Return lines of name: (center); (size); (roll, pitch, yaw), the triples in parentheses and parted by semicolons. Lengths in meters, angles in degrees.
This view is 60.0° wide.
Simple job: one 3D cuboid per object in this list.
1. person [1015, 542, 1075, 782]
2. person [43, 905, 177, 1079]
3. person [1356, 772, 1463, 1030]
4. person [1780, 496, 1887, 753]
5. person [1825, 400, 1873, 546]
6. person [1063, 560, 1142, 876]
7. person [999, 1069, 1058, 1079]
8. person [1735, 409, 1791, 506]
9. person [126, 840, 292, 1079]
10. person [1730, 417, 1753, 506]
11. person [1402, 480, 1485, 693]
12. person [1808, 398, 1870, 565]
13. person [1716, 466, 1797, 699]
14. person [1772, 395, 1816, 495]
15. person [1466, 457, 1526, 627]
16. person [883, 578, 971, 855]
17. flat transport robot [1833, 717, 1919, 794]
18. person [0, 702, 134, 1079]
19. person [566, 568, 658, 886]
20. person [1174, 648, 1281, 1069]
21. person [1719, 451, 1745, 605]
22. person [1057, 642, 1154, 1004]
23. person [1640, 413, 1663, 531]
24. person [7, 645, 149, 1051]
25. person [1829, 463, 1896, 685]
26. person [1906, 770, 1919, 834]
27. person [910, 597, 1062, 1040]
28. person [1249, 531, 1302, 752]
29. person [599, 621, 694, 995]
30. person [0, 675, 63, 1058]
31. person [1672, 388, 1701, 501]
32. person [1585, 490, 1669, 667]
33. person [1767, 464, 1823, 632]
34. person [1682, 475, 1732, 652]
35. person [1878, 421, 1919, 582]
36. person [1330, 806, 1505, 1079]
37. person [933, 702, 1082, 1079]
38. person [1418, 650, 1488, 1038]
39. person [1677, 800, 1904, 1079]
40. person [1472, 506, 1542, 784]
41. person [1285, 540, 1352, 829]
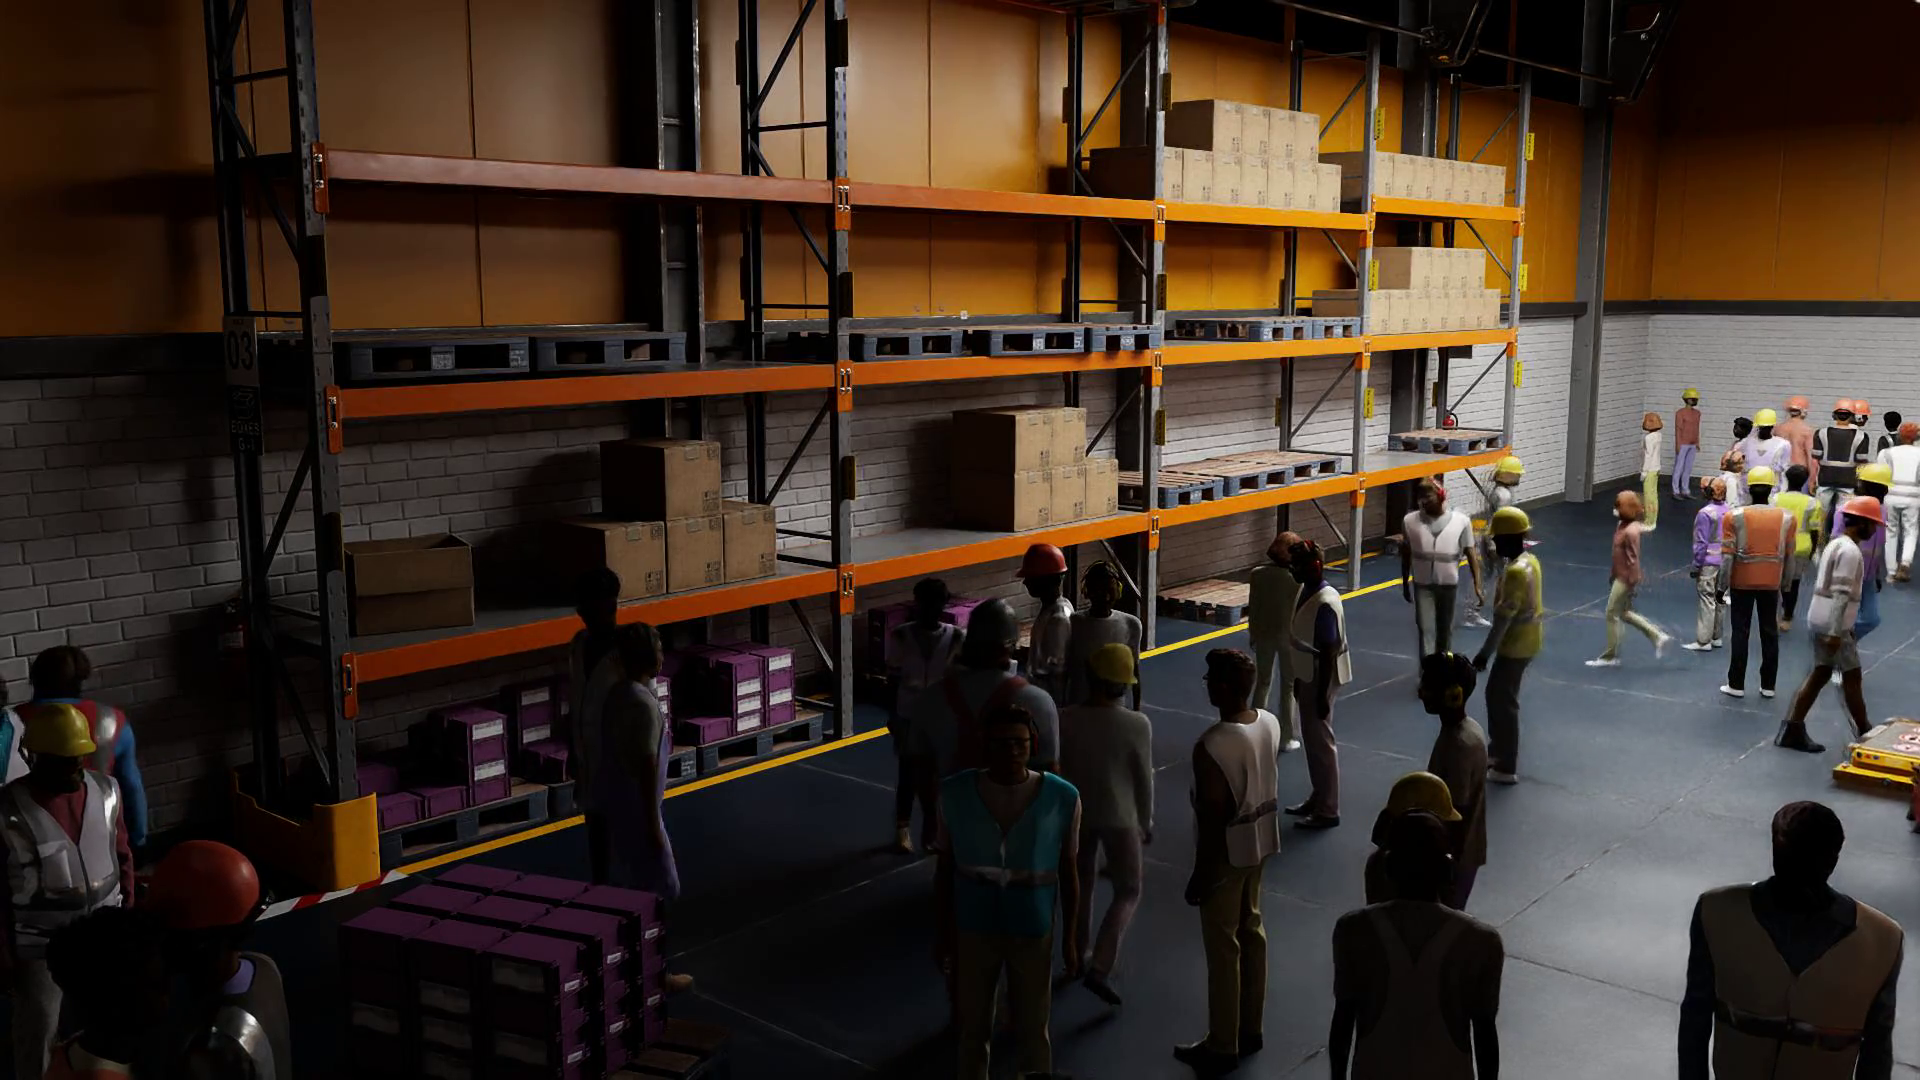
person: (0.508, 0.967, 9.710); (0.387, 1.929, 0.543); (0, 9, 1)
person: (-1.990, 1.830, 4.016); (0.367, 1.966, 0.606); (-6, 11, -35)
person: (1.569, 1.659, 5.868); (0.330, 1.735, 0.489); (-1, 9, -4)
person: (6.433, 0.628, 12.040); (0.843, 1.879, 0.649); (3, 9, 20)
person: (10.958, -0.732, 20.487); (0.407, 1.986, 0.616); (0, 9, 2)
person: (0.789, 1.032, 9.516); (0.509, 1.860, 0.334); (0, 9, 0)
person: (0.048, 1.964, 3.340); (0.929, 1.901, 0.661); (3, 9, 18)
person: (9.575, -0.604, 19.873); (0.638, 1.916, 0.407); (7, 11, 38)
person: (-1.875, 1.754, 4.248); (0.369, 2.048, 0.608); (-3, 9, -17)
person: (10.123, -0.748, 21.547); (0.322, 1.690, 0.537); (0, 9, -1)
person: (3.994, 0.398, 13.805); (0.682, 1.783, 0.960); (2, 9, 15)
person: (10.597, -0.692, 20.084); (0.619, 2.028, 0.409); (5, 10, 31)
person: (6.543, 0.350, 13.708); (0.593, 1.917, 0.385); (1, 9, 6)
person: (10.633, -0.847, 21.195); (0.394, 1.994, 0.620); (-4, 10, -27)
person: (5.379, 0.037, 16.374); (0.763, 1.711, 0.495); (1, 9, 7)
person: (-0.193, 1.048, 9.976); (0.537, 1.688, 0.339); (0, 9, 2)
flat transport robot: (6.669, 1.498, 11.605); (0.652, 0.197, 1.431); (8, 12, 43)
person: (-3.484, 1.521, 6.478); (0.403, 1.824, 0.591); (6, 10, 32)
person: (-1.840, 1.108, 8.687); (0.604, 1.960, 0.369); (6, 11, 34)
person: (1.194, 1.384, 7.272); (0.379, 1.844, 0.570); (7, 11, 38)
person: (8.169, -0.136, 17.751); (0.315, 1.636, 0.514); (2, 9, 13)
person: (0.645, 1.339, 7.940); (0.535, 1.740, 0.645); (4, 10, 25)
person: (9.502, -0.939, 22.931); (0.281, 1.636, 0.500); (7, 11, 36)
person: (-4.025, 1.383, 7.398); (0.749, 1.825, 0.434); (-5, 10, -30)
person: (7.623, 0.289, 14.130); (0.662, 1.908, 0.429); (-3, 9, -21)
person: (6.143, 0.968, 10.257); (0.382, 1.752, 0.581); (4, 10, 25)
person: (0.152, 1.249, 7.523); (0.695, 2.000, 0.538); (3, 9, 20)
person: (2.341, 0.741, 12.151); (0.506, 1.622, 0.290); (6, 11, 35)
person: (-1.576, 1.305, 7.863); (0.510, 1.823, 0.557); (-4, 10, -26)
person: (-4.140, 1.415, 7.143); (0.431, 1.832, 0.665); (6, 11, 35)
person: (11.444, -1.505, 26.158); (0.525, 1.772, 0.306); (-5, 10, -29)
person: (5.928, 0.351, 14.678); (0.625, 1.609, 0.514); (3, 9, 16)
person: (8.004, 0.107, 16.068); (0.560, 1.672, 0.660); (4, 10, 26)
person: (6.965, 0.220, 15.443); (0.513, 1.641, 0.309); (-7, 11, -40)
person: (10.668, -0.416, 18.821); (0.587, 1.867, 0.585); (5, 10, 31)
person: (1.390, 1.723, 5.116); (0.502, 1.840, 0.346); (3, 9, 18)
person: (0.178, 1.515, 6.417); (0.569, 1.849, 0.384); (1, 9, 5)
person: (2.106, 1.393, 7.184); (0.326, 1.862, 0.510); (3, 9, 16)
person: (2.482, 1.698, 5.036); (0.587, 1.914, 0.390); (4, 10, 22)
person: (3.718, 0.718, 11.377); (0.474, 1.911, 0.596); (3, 9, 16)
person: (2.240, 0.902, 10.461); (0.417, 1.828, 0.561); (0, 9, -1)
